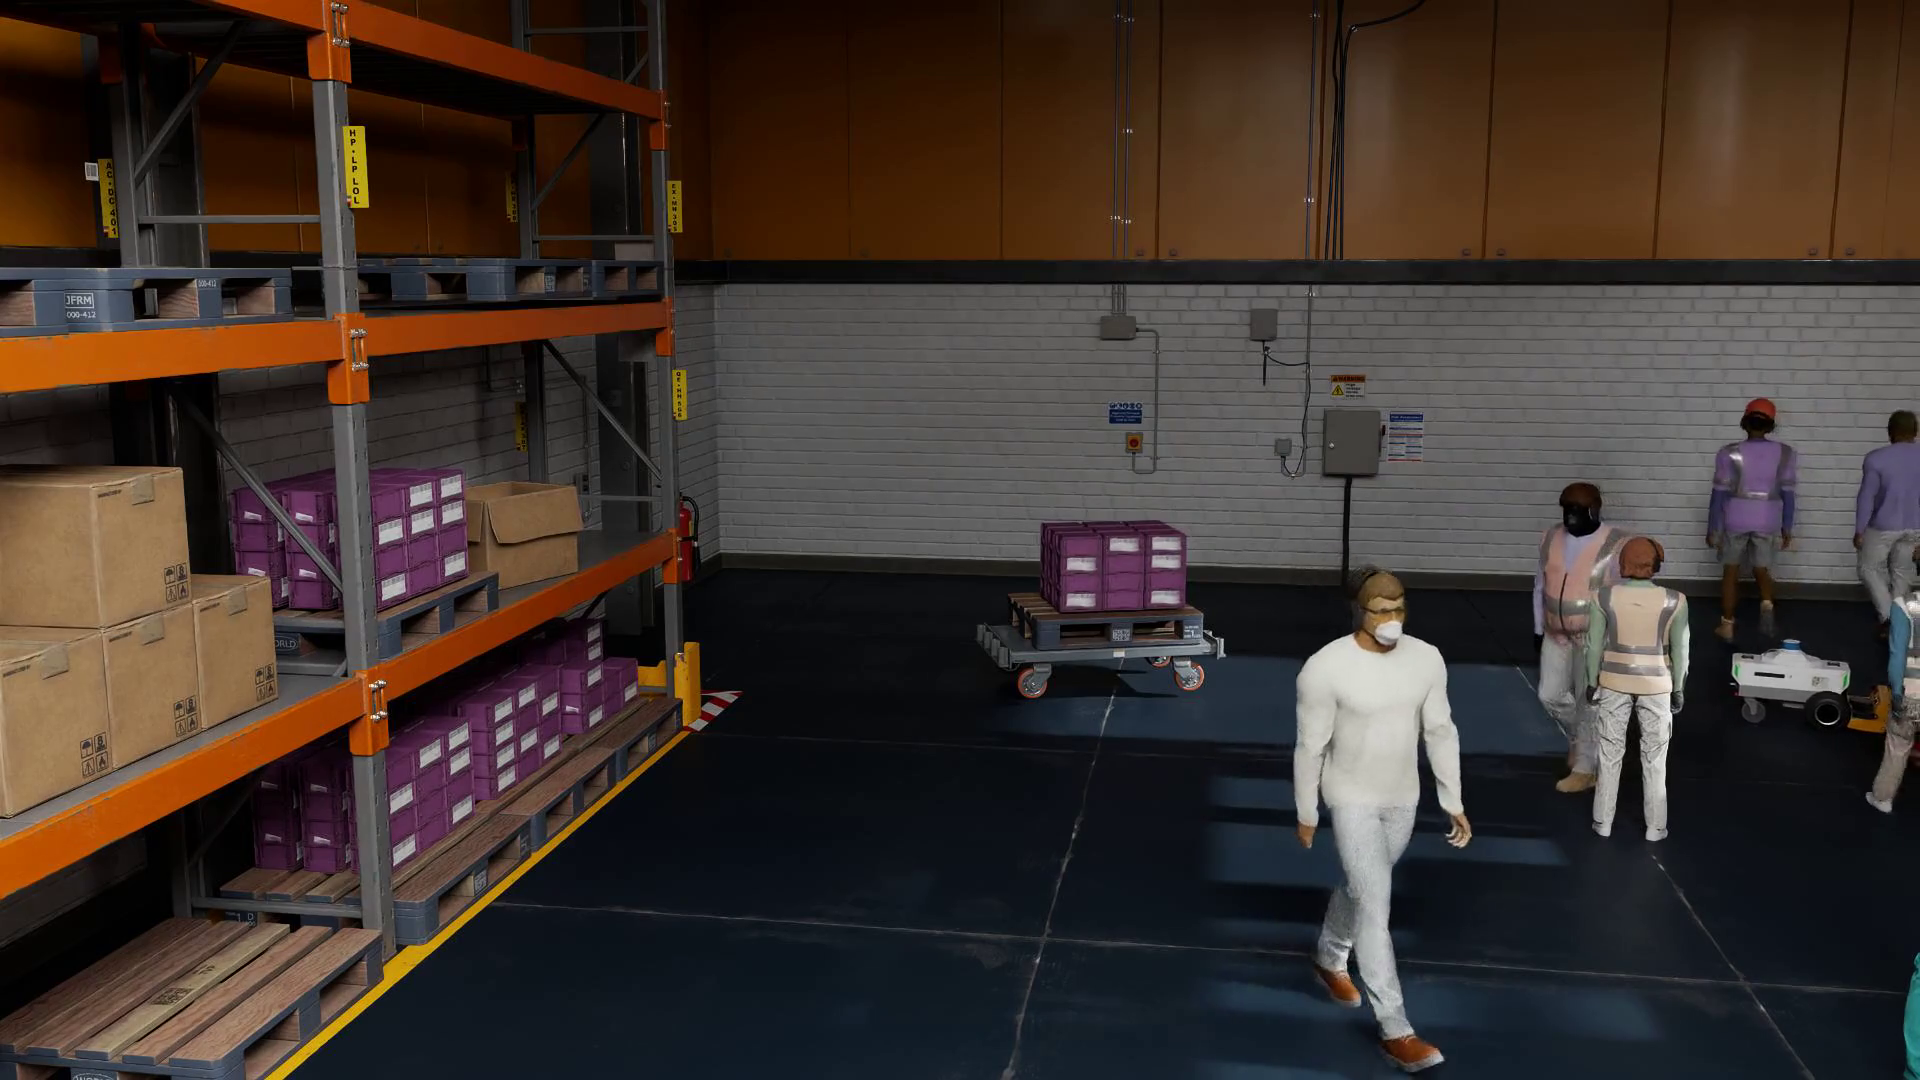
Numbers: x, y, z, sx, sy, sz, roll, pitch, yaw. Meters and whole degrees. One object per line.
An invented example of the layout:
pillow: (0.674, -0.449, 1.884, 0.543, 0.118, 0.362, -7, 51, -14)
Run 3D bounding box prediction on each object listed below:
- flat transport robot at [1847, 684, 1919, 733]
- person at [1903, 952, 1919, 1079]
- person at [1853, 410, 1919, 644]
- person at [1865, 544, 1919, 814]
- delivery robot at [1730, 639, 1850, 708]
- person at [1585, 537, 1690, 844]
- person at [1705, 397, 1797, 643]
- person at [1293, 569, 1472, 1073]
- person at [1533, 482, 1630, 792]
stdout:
flat transport robot: (6.596, 1.149, 10.852, 1.431, 0.197, 0.652, 5, 10, 26)
person: (3.666, 1.196, 5.960, 0.524, 1.770, 0.315, -4, 10, -23)
person: (7.535, -0.087, 13.384, 0.653, 1.922, 0.489, 0, 9, 0)
person: (5.228, 0.802, 8.937, 0.508, 1.592, 0.894, 1, 9, 7)
delivery robot: (5.562, 0.911, 11.162, 0.707, 0.478, 0.477, 4, 10, 24)
person: (3.579, 0.797, 8.821, 0.512, 1.638, 0.312, 4, 10, 23)
person: (6.355, -0.128, 13.366, 0.670, 2.017, 0.660, 1, 9, 8)
person: (1.648, 1.045, 6.539, 0.633, 1.885, 1.025, -4, 10, -22)
person: (3.657, 0.554, 9.760, 0.511, 1.822, 0.666, -7, 11, -36)
